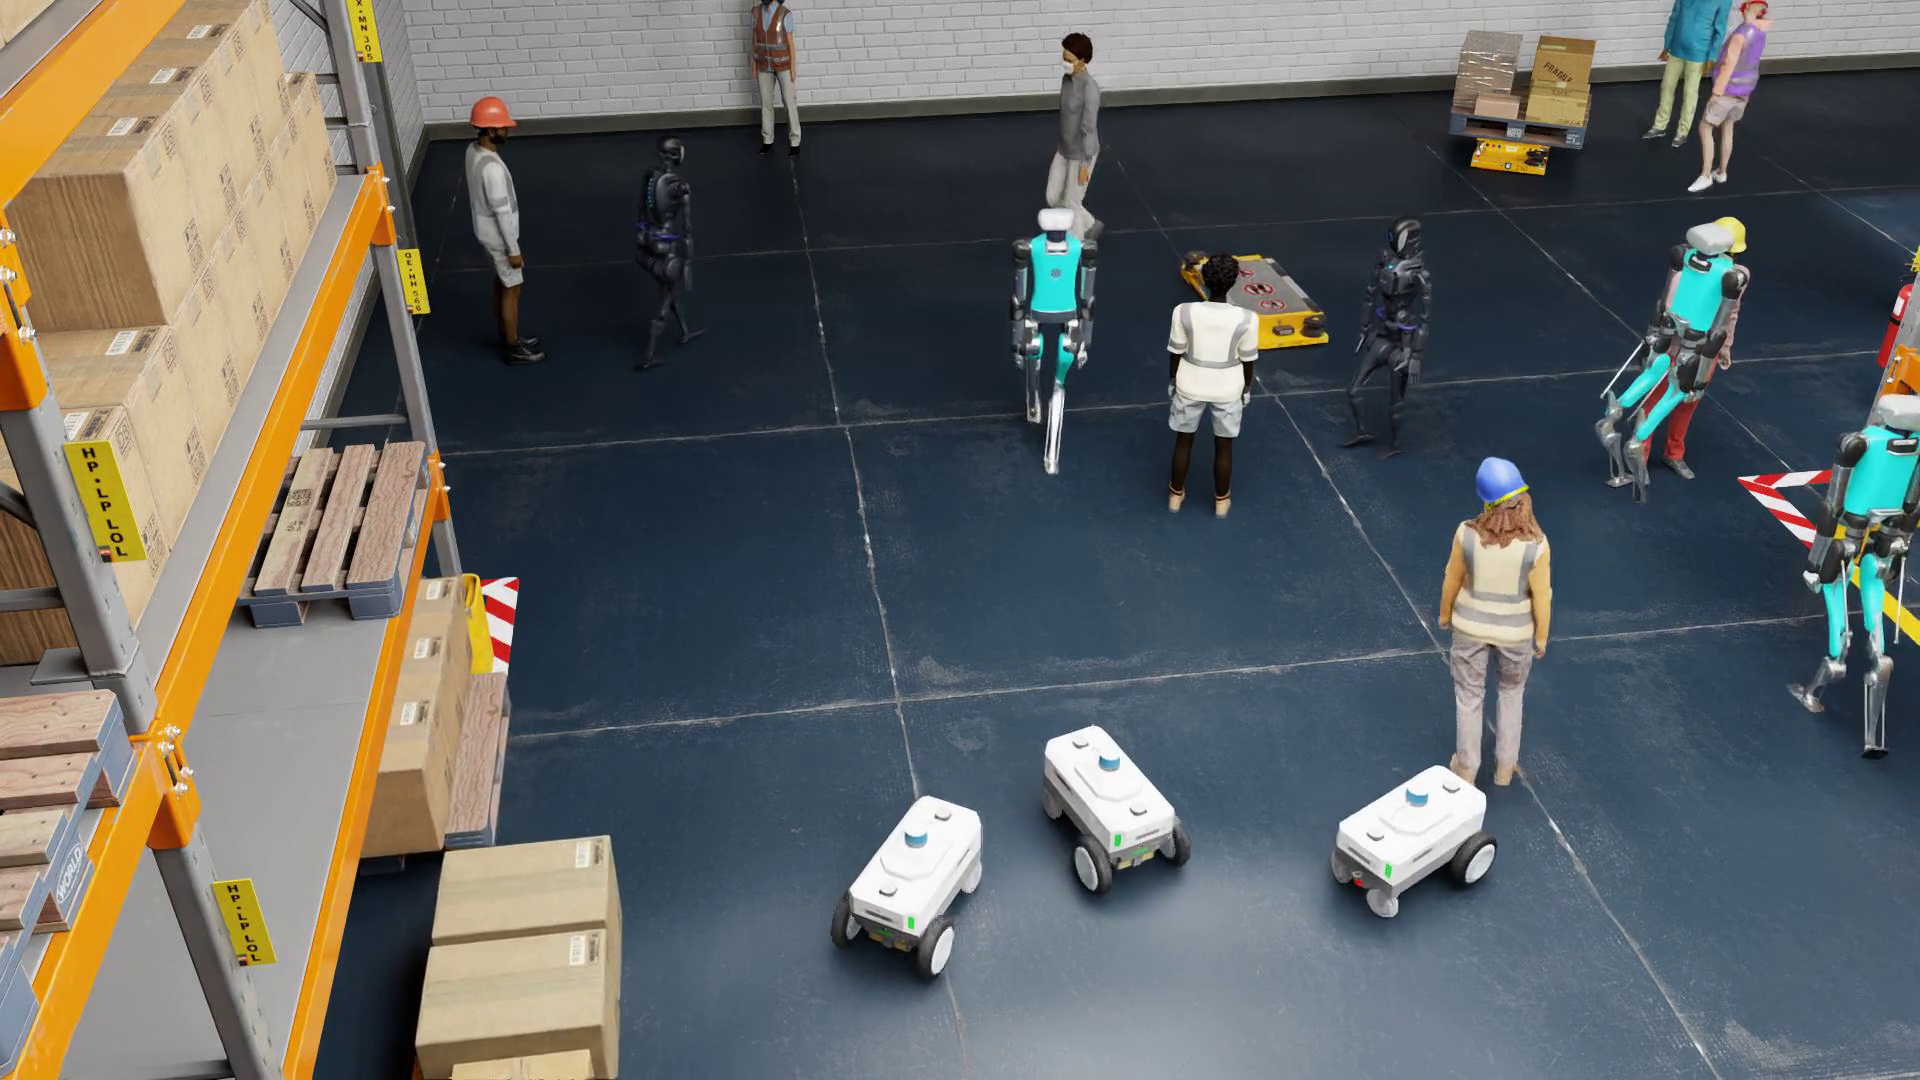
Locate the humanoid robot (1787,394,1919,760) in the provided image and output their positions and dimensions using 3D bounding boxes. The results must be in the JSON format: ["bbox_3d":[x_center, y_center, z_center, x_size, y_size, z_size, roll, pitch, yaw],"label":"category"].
[{"bbox_3d":[4.543,0.267,8.153,0.550,1.827,0.880,-5,33,-7],"label":"humanoid robot"}]

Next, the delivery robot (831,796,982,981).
[{"bbox_3d":[-0.200,1.505,7.300,0.499,0.611,0.804,15,36,22],"label":"delivery robot"}]

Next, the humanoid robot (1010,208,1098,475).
[{"bbox_3d":[0.567,-1.390,10.664,0.530,1.777,0.991,-1,33,-1],"label":"humanoid robot"}]

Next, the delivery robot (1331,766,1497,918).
[{"bbox_3d":[2.046,1.330,7.555,0.768,0.596,0.525,-23,39,-31],"label":"delivery robot"}]

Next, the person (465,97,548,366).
[{"bbox_3d":[-3.185,-2.140,11.622,0.388,1.926,0.546,-17,37,-24],"label":"person"}]

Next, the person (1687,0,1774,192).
[{"bbox_3d":[6.714,-3.895,14.568,0.660,1.676,0.343,-24,40,-32],"label":"person"}]

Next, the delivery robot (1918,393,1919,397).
[{"bbox_3d":[7.016,-1.097,11.287,0.792,0.611,0.499,-2,33,-2],"label":"delivery robot"}]

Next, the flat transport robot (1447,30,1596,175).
[{"bbox_3d":[5.227,-3.789,15.658,0.659,0.231,1.431,12,35,17],"label":"flat transport robot"}]

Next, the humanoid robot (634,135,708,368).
[{"bbox_3d":[-2.092,-2.039,11.718,0.611,1.624,0.742,28,42,36],"label":"humanoid robot"}]

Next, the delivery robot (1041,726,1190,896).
[{"bbox_3d":[0.693,1.234,7.717,0.499,0.614,0.815,-15,36,-22],"label":"delivery robot"}]

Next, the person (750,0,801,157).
[{"bbox_3d":[-1.700,-4.344,15.217,0.431,1.681,0.318,10,35,15],"label":"person"}]

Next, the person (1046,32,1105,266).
[{"bbox_3d":[0.930,-3.044,13.046,0.486,1.880,0.552,-16,36,-23],"label":"person"}]

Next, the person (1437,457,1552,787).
[{"bbox_3d":[2.509,0.419,7.860,0.507,1.744,0.409,10,34,15],"label":"person"}]

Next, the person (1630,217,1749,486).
[{"bbox_3d":[4.525,-1.158,10.256,0.522,1.769,0.316,-7,34,-10],"label":"person"}]

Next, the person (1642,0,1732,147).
[{"bbox_3d":[6.775,-4.550,15.473,0.356,1.749,0.578,-21,39,-29],"label":"person"}]

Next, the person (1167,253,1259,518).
[{"bbox_3d":[1.491,-0.906,9.939,0.534,1.690,0.320,8,34,12],"label":"person"}]

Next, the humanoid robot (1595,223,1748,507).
[{"bbox_3d":[4.196,-1.013,10.072,0.700,1.800,0.531,-13,35,-19],"label":"humanoid robot"}]

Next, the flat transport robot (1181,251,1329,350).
[{"bbox_3d":[2.230,-1.847,12.683,0.659,0.231,1.431,-7,34,-11],"label":"flat transport robot"}]

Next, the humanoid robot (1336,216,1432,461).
[{"bbox_3d":[2.727,-1.242,10.471,0.448,1.650,0.598,-15,36,-22],"label":"humanoid robot"}]
